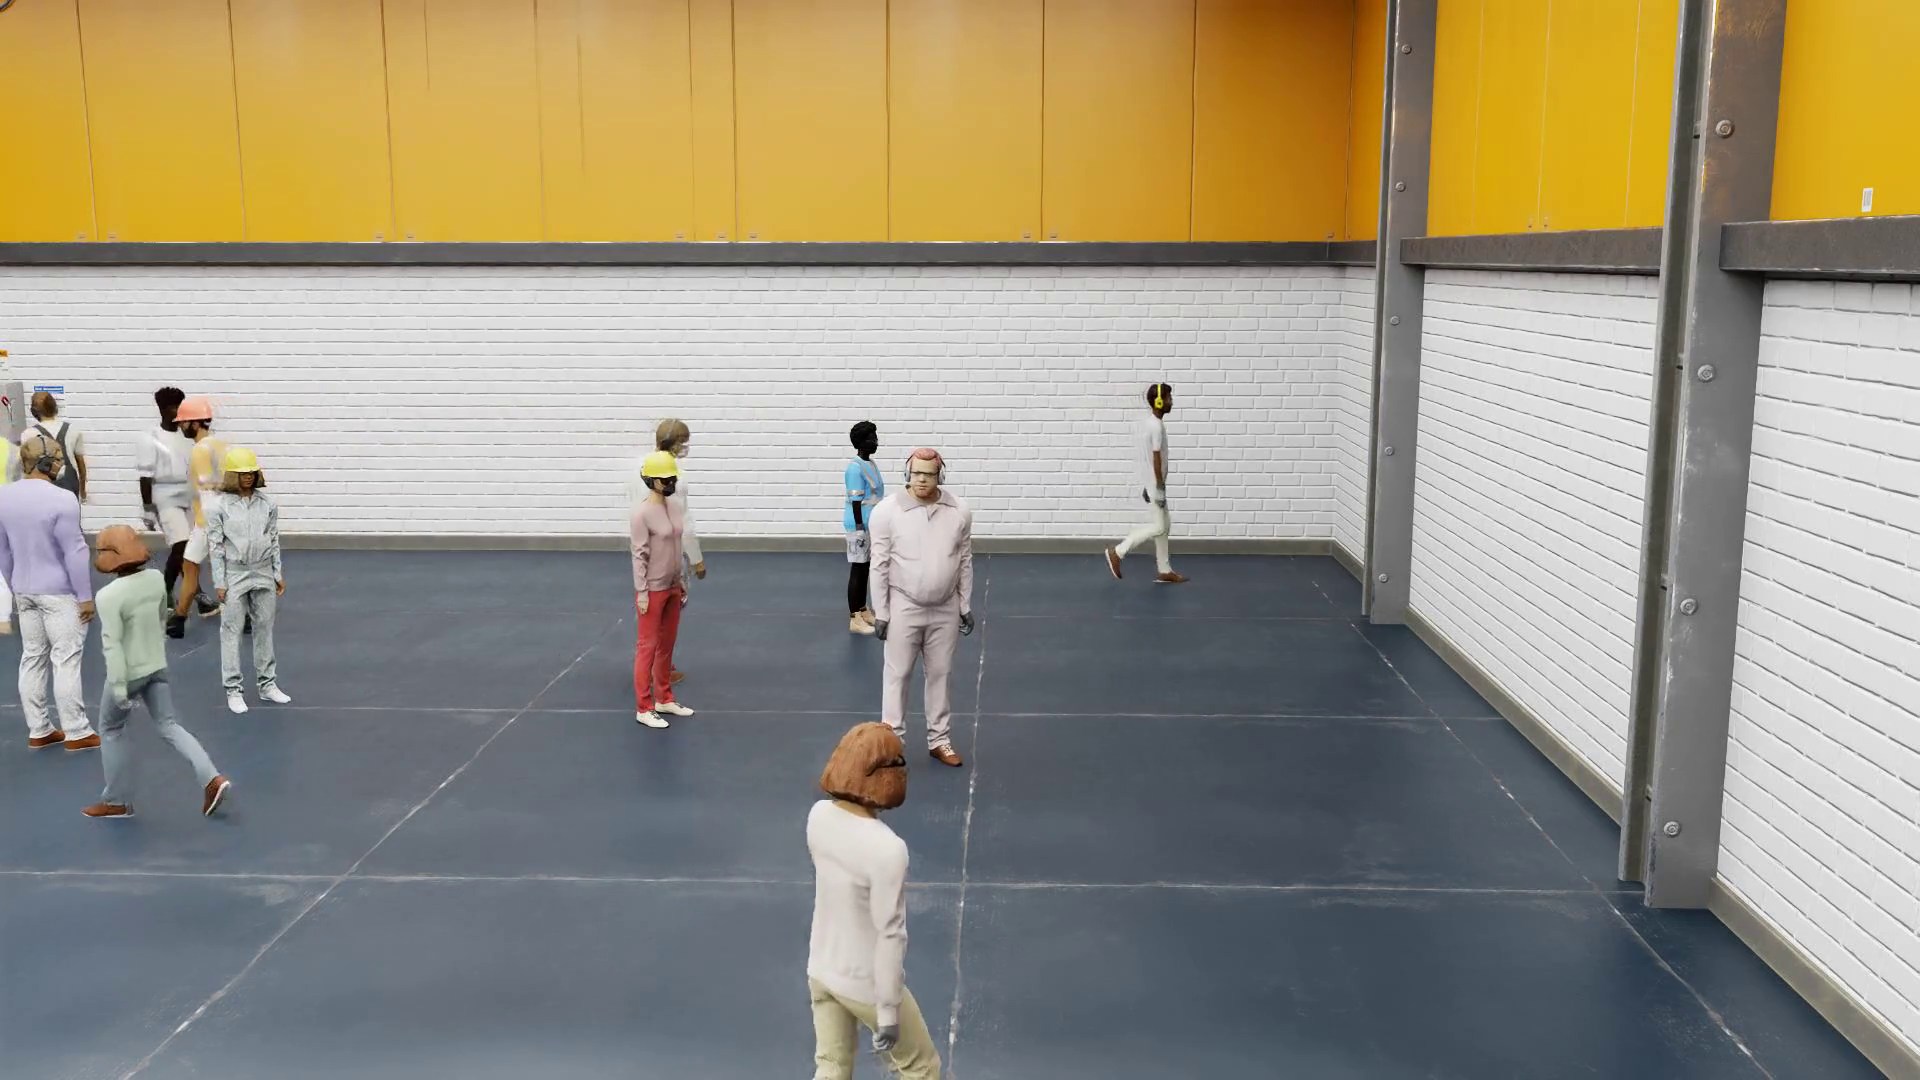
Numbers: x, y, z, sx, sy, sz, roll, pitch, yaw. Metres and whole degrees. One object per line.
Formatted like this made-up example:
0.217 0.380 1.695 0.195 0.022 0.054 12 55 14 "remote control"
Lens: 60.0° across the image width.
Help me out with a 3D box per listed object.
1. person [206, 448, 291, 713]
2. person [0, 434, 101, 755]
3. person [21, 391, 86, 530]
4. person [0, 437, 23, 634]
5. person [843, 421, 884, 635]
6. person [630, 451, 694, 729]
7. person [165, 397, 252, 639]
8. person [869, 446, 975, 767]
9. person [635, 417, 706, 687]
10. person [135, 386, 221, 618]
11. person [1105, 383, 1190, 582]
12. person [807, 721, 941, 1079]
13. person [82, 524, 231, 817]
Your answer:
-4.705 0.256 11.009 0.294 1.744 0.487 7 12 36 "person"
-5.477 0.333 10.005 0.627 1.935 0.371 3 10 18 "person"
-7.992 -0.406 14.680 0.541 1.819 0.775 -9 13 -43 "person"
-7.869 -0.158 13.324 0.828 1.786 0.681 8 12 38 "person"
-0.760 -0.104 13.253 0.318 1.697 0.535 2 10 10 "person"
-1.902 0.307 10.648 0.319 1.767 0.534 4 10 21 "person"
-5.979 -0.164 13.021 0.946 1.892 0.573 -1 10 -6 "person"
-0.205 0.402 9.690 0.643 1.905 0.399 -4 10 -22 "person"
-2.020 0.095 11.502 0.444 1.900 0.655 -5 11 -27 "person"
-6.463 -0.305 13.812 0.779 1.934 0.631 2 10 13 "person"
1.735 -0.509 15.171 0.701 1.856 0.524 1 10 3 "person"
-0.236 1.332 5.100 0.620 1.613 0.503 -8 13 -39 "person"
-4.303 0.702 8.795 0.756 1.602 0.497 3 10 15 "person"
